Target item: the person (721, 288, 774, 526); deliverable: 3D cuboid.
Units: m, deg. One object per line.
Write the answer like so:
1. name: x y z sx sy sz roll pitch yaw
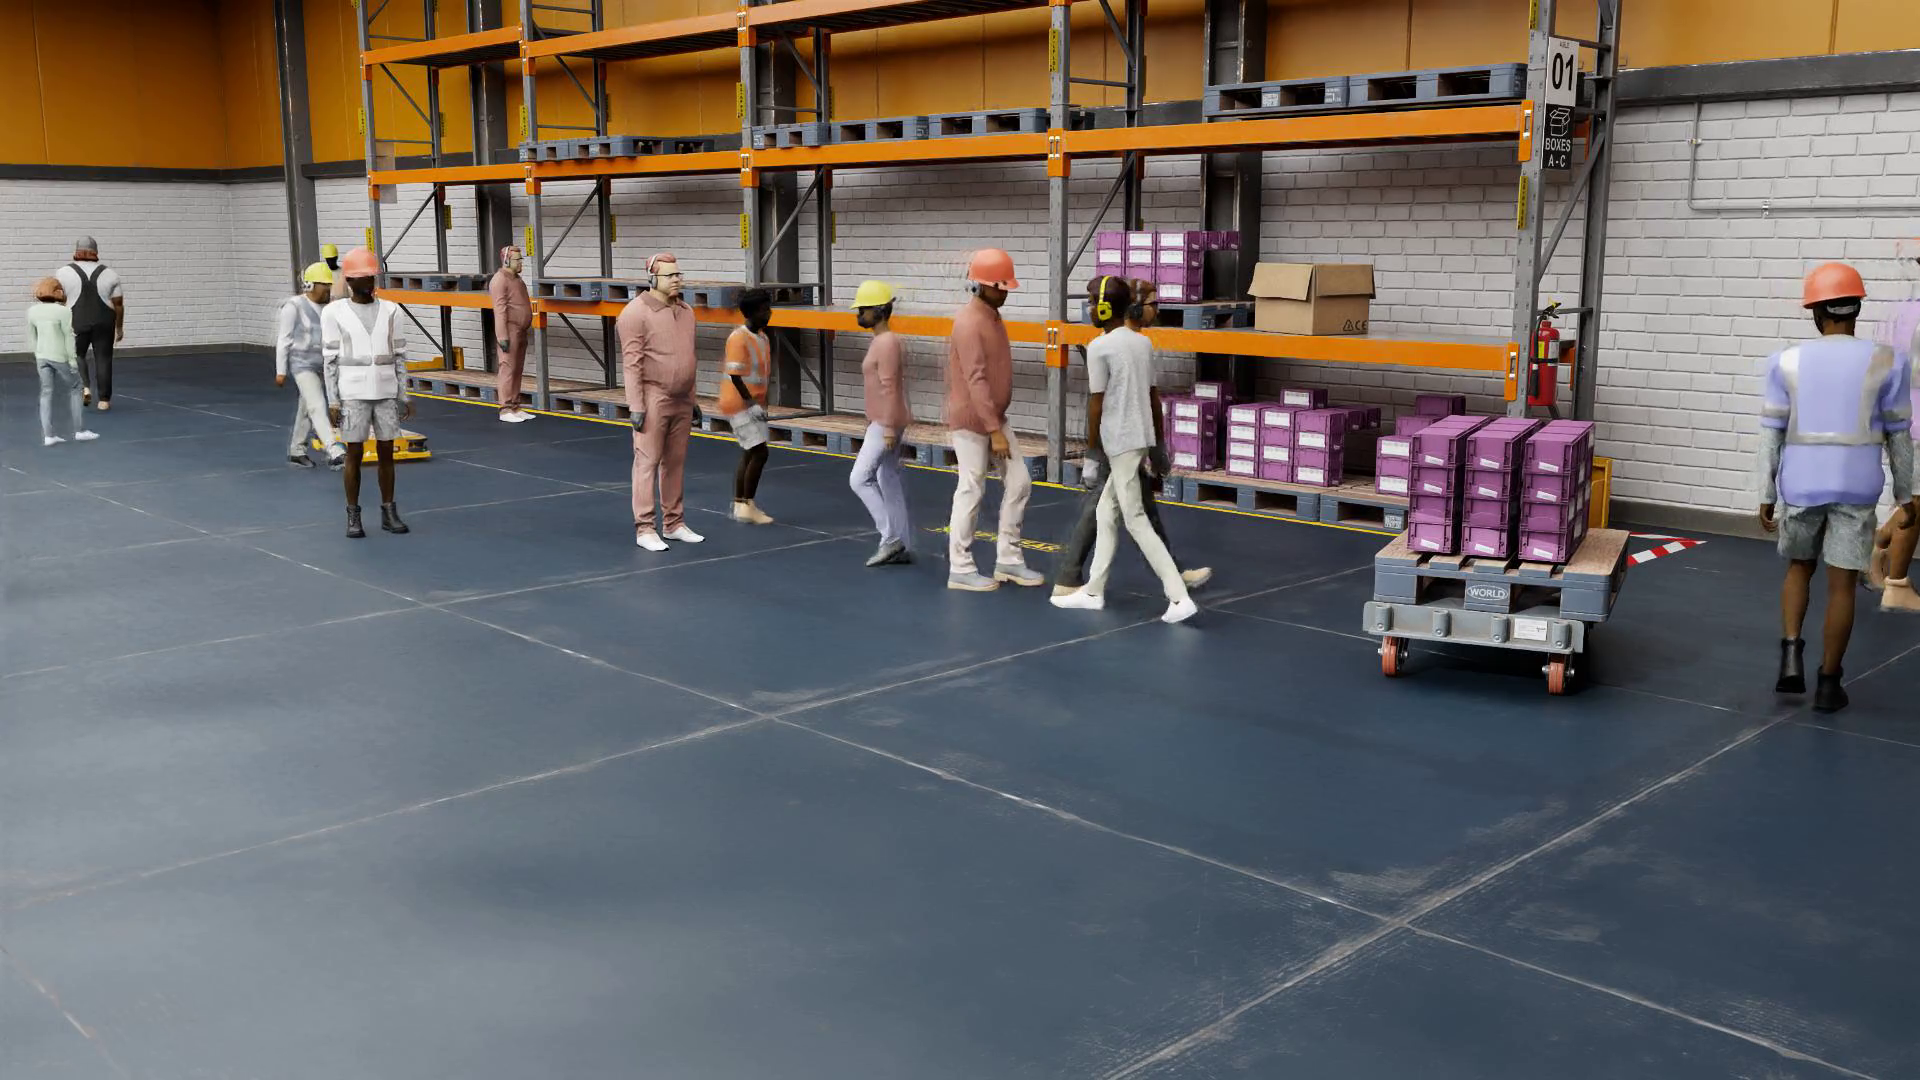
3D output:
1. person: -1.473 -0.916 11.575 0.462 1.654 0.572 3 11 14

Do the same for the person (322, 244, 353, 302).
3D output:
1. person: -8.717 -3.175 23.254 0.605 1.886 0.888 -3 11 -14

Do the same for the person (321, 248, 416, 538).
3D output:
1. person: -3.970 -0.981 11.206 0.573 1.932 0.389 -7 13 -35

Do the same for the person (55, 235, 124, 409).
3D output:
1. person: -10.087 -2.526 19.318 0.708 2.000 0.536 -6 12 -31

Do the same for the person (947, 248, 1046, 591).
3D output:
1. person: 0.198 -0.646 9.323 0.677 1.946 0.632 4 11 23

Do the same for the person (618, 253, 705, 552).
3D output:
1. person: -1.901 -0.896 10.795 0.399 1.910 0.643 6 12 32

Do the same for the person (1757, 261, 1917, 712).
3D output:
1. person: 3.732 -0.217 7.090 0.604 1.914 0.411 8 13 36

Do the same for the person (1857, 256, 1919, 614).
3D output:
1. person: 5.139 -0.598 8.836 0.434 2.030 0.609 3 11 14

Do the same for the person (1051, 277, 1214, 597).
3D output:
1. person: 0.946 -0.538 9.170 0.983 1.791 0.540 -2 11 -10

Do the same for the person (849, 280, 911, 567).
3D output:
1. person: -0.485 -0.692 10.098 0.420 1.748 0.552 -1 10 -6

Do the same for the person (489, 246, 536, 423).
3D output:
1. person: -4.855 -2.239 18.122 0.403 1.906 0.652 1 10 5

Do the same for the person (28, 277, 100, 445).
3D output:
1. person: -8.749 -1.749 16.231 0.533 1.612 0.620 2 11 13

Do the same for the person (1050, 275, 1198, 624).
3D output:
1. person: 0.911 -0.471 8.743 0.897 1.825 0.505 7 13 34

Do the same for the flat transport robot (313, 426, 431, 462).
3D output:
1. flat transport robot: -5.412 -0.895 15.251 0.652 0.197 1.431 -7 13 -35

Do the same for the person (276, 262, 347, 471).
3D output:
1. person: -5.480 -1.478 14.305 0.954 1.777 0.616 4 11 20
